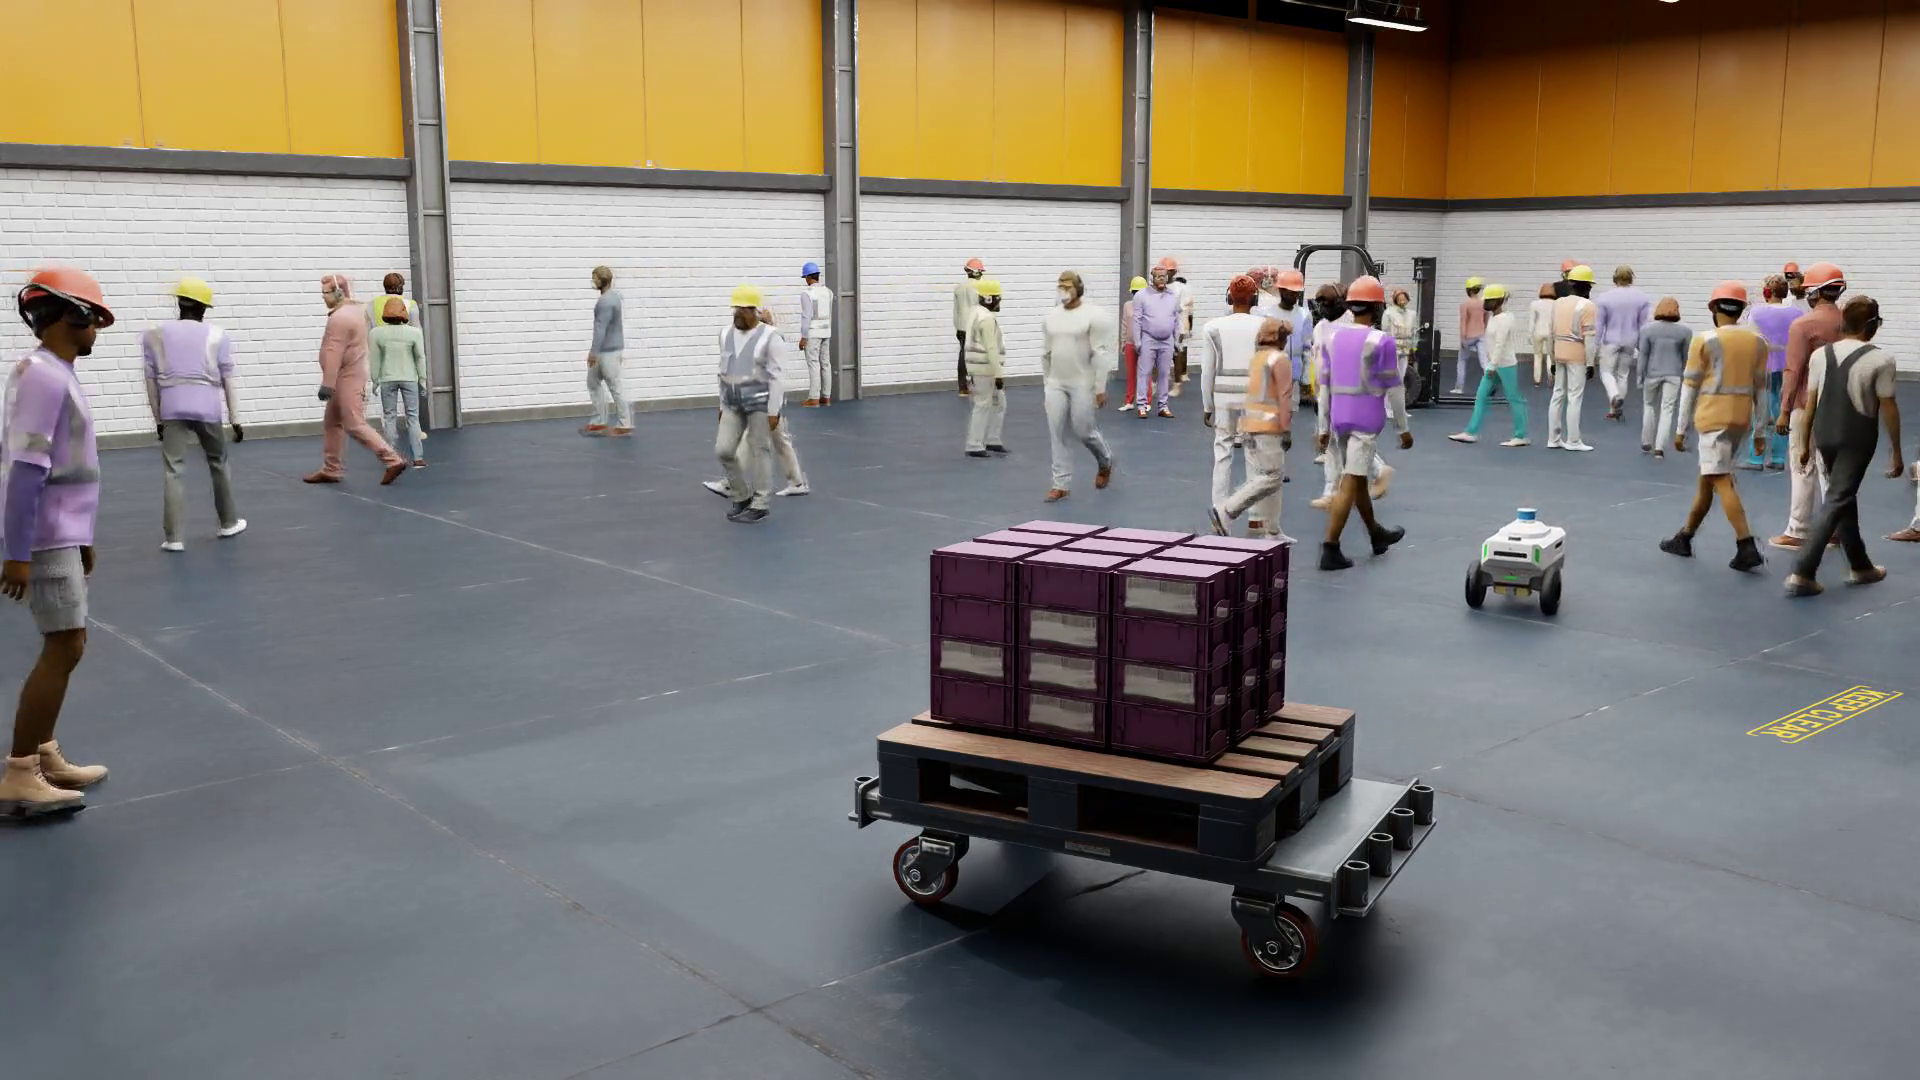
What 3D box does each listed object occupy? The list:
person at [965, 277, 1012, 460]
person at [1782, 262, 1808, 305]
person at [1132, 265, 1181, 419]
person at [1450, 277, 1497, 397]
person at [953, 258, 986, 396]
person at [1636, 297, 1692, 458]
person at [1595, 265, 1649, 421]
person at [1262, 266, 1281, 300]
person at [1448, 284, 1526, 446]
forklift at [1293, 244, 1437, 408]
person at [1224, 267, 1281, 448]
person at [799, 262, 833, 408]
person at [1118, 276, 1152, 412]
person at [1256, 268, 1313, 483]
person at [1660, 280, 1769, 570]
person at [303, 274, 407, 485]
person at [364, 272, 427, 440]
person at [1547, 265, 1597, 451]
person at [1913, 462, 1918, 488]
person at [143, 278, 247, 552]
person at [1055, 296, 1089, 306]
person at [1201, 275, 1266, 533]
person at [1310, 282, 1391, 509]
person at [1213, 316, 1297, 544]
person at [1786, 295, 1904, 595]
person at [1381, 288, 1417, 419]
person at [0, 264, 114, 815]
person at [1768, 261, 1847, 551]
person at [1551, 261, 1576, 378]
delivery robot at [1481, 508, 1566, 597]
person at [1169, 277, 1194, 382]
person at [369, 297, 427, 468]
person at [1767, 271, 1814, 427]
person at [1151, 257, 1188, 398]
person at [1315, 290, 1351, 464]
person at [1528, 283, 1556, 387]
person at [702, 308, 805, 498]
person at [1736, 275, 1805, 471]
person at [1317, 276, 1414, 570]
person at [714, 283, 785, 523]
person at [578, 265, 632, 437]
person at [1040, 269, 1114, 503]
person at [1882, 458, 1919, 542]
[{"bbox_3d":[0.346,-1.695,16.525,0.618,1.809,0.616,-2,10,-9],"label":"person"},{"bbox_3d":[13.407,-3.536,26.998,0.579,1.912,0.750,4,10,21],"label":"person"},{"bbox_3d":[2.466,-2.469,20.781,0.636,1.911,0.404,-3,10,-15],"label":"person"},{"bbox_3d":[7.463,-2.941,24.063,0.519,1.731,0.884,-2,10,-14],"label":"person"},{"bbox_3d":[0.183,-3.046,23.927,0.613,1.988,0.398,8,12,38],"label":"person"},{"bbox_3d":[7.122,-1.647,16.854,0.517,1.597,0.776,3,10,18],"label":"person"},{"bbox_3d":[8.045,-2.383,20.251,0.633,1.921,0.690,1,10,5],"label":"person"},{"bbox_3d":[3.501,-2.146,18.909,0.400,1.905,0.643,-2,10,-14],"label":"person"},{"bbox_3d":[5.655,-1.845,17.675,0.858,1.720,0.532,0,10,-3],"label":"person"},{"bbox_3d":[5.256,-2.933,22.661,2.313,2.155,1.214,3,10,16],"label":"forklift"},{"bbox_3d":[3.094,-1.916,17.551,0.642,1.908,0.409,1,10,8],"label":"person"},{"bbox_3d":[-1.943,-2.741,22.285,0.401,1.938,0.603,6,11,31],"label":"person"},{"bbox_3d":[2.321,-2.541,21.644,0.523,1.760,0.325,6,12,33],"label":"person"},{"bbox_3d":[2.890,-1.456,14.826,0.544,1.916,0.434,-4,10,-20],"label":"person"},{"bbox_3d":[5.010,-0.754,10.885,0.552,1.871,0.976,-3,10,-16],"label":"person"},{"bbox_3d":[-5.381,-1.407,14.675,0.865,1.867,0.637,-2,10,-14],"label":"person"},{"bbox_3d":[-6.190,-2.011,18.296,0.625,1.843,0.430,1,10,8],"label":"person"},{"bbox_3d":[6.388,-1.887,17.328,0.381,1.923,0.591,-4,11,-24],"label":"person"},{"bbox_3d":[8.531,-1.343,14.105,0.852,1.944,0.618,-6,11,-29],"label":"person"},{"bbox_3d":[-5.353,-0.884,11.651,0.615,1.861,0.825,-3,10,-19],"label":"person"},{"bbox_3d":[1.481,-2.610,21.879,0.538,1.827,0.967,5,11,26],"label":"person"},{"bbox_3d":[2.051,-0.984,12.166,0.575,1.882,0.355,3,10,17],"label":"person"},{"bbox_3d":[3.107,-1.151,13.349,0.585,1.815,0.667,-4,11,-23],"label":"person"},{"bbox_3d":[2.067,-0.749,11.563,0.590,1.610,0.561,-2,10,-11],"label":"person"},{"bbox_3d":[5.346,-0.567,10.000,0.991,1.794,0.530,-5,11,-27],"label":"person"},{"bbox_3d":[5.434,-2.315,20.700,0.599,1.618,0.417,-5,11,-26],"label":"person"},{"bbox_3d":[-3.348,-0.012,6.162,0.528,1.990,0.679,-5,11,-25],"label":"person"},{"bbox_3d":[5.901,-0.916,11.480,0.622,1.987,0.407,-4,10,-21],"label":"person"},{"bbox_3d":[9.747,-3.530,26.883,0.629,1.936,1.043,0,10,-2],"label":"person"},{"bbox_3d":[3.277,0.060,9.656,0.477,0.478,0.707,6,11,31],"label":"delivery robot"},{"bbox_3d":[3.514,-3.387,26.803,0.533,1.690,0.321,5,11,29],"label":"person"},{"bbox_3d":[-5.340,-1.487,15.837,0.509,1.631,0.267,-2,10,-13],"label":"person"},{"bbox_3d":[9.710,-2.195,19.361,0.782,1.838,0.539,-3,10,-16],"label":"person"},{"bbox_3d":[2.895,-2.997,23.591,0.632,1.998,0.978,7,12,34],"label":"person"},{"bbox_3d":[3.699,-1.562,16.088,0.540,1.695,0.317,6,11,30],"label":"person"},{"bbox_3d":[9.029,-3.155,25.656,0.506,1.621,0.472,3,10,15],"label":"person"},{"bbox_3d":[-1.711,-1.130,13.878,0.884,1.584,0.526,-1,10,-8],"label":"person"},{"bbox_3d":[7.637,-1.563,15.661,0.564,1.846,0.390,-2,10,-13],"label":"person"},{"bbox_3d":[2.675,-0.769,10.888,0.975,1.887,0.550,-7,12,-34],"label":"person"},{"bbox_3d":[-1.607,-1.023,12.568,0.624,1.816,0.459,5,11,27],"label":"person"},{"bbox_3d":[-4.032,-2.093,18.560,0.756,1.913,0.642,-2,10,-13],"label":"person"},{"bbox_3d":[0.978,-1.288,13.840,0.632,1.921,0.781,7,12,35],"label":"person"},{"bbox_3d":[6.984,-0.864,11.589,0.763,1.850,0.517,7,12,37],"label":"person"}]
